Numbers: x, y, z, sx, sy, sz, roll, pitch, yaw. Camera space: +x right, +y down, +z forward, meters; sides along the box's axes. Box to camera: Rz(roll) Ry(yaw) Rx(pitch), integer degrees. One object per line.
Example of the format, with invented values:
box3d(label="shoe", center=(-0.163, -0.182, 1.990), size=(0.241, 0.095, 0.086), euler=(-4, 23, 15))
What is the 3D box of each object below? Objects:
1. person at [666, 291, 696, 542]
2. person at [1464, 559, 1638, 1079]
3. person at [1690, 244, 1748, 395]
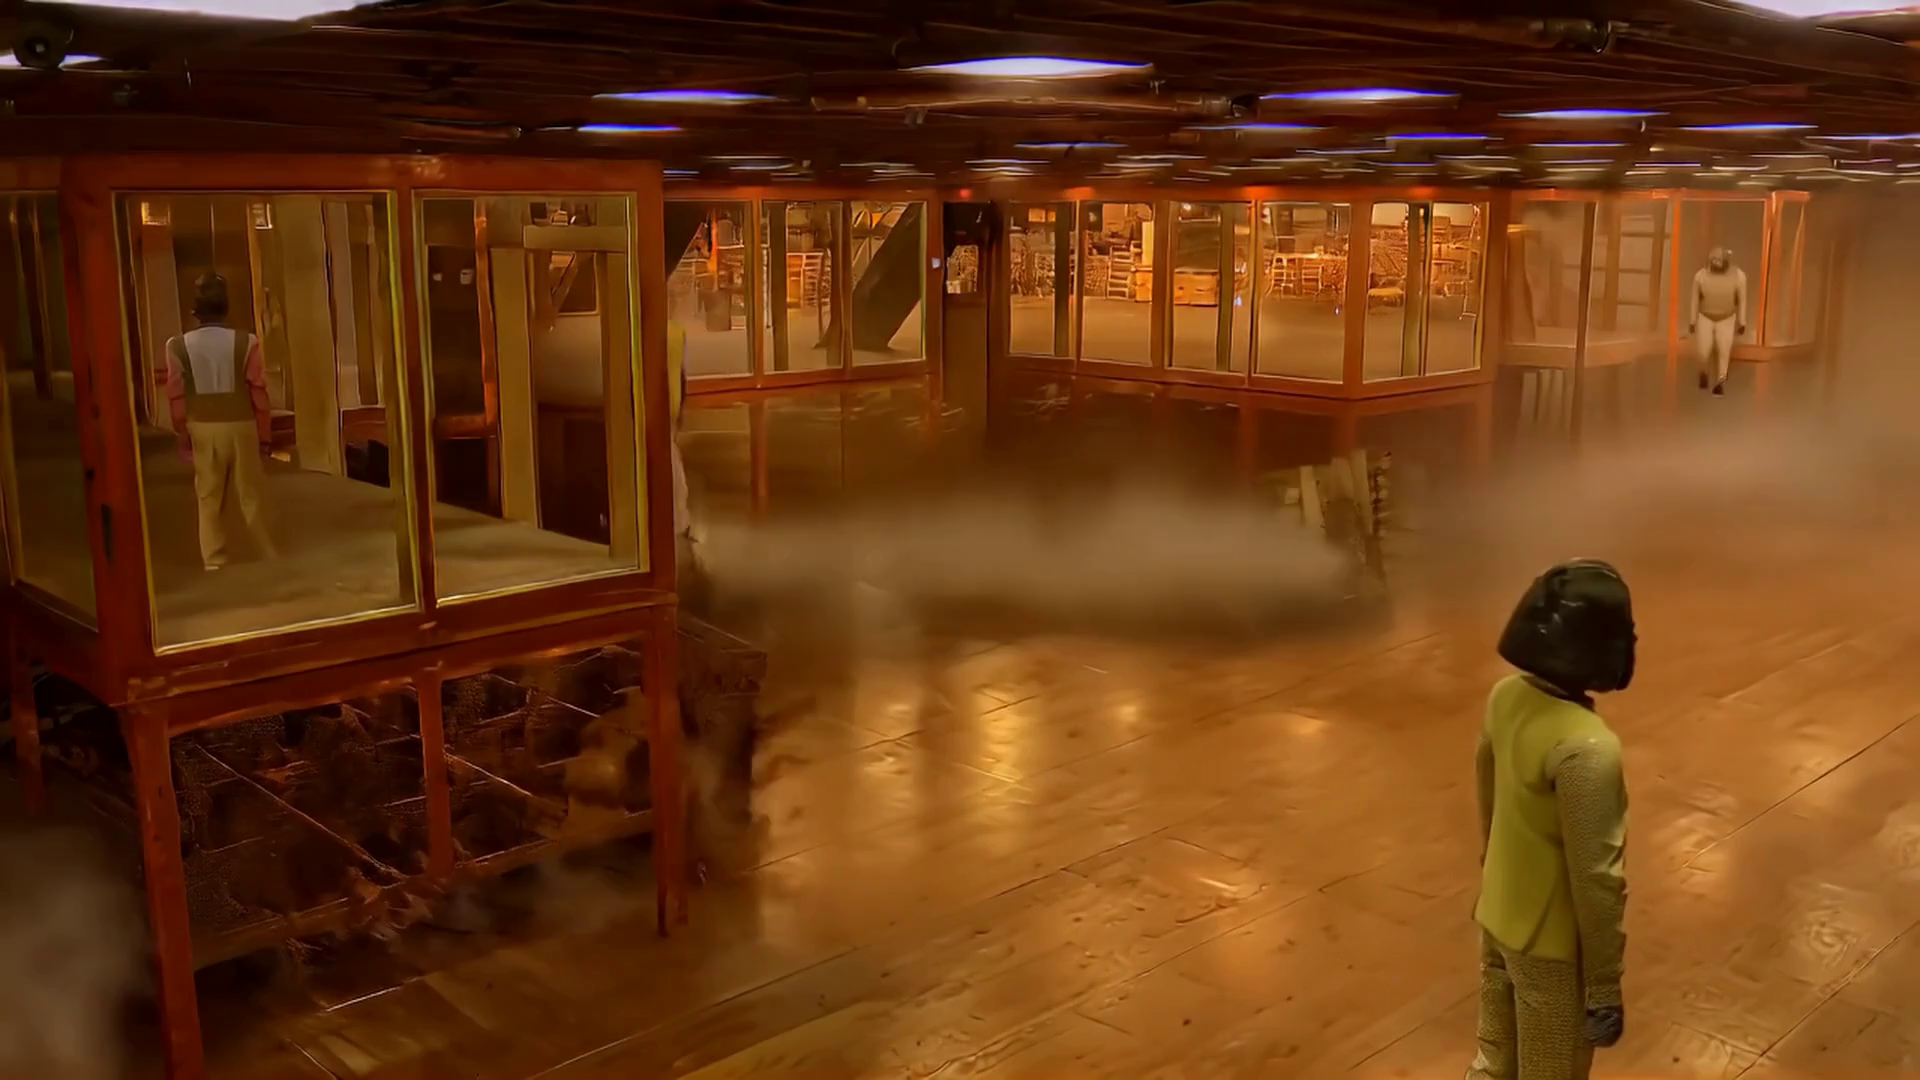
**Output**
box3d(label="person", center=(-2.189, -0.912, 11.738), size=(0.917, 1.828, 0.555), euler=(10, 15, 42))
box3d(label="person", center=(1.218, 0.842, 3.435), size=(0.278, 1.634, 0.499), euler=(-1, 11, -7))
box3d(label="person", center=(9.498, -2.765, 20.867), size=(0.669, 1.888, 0.461), euler=(7, 13, 31))
